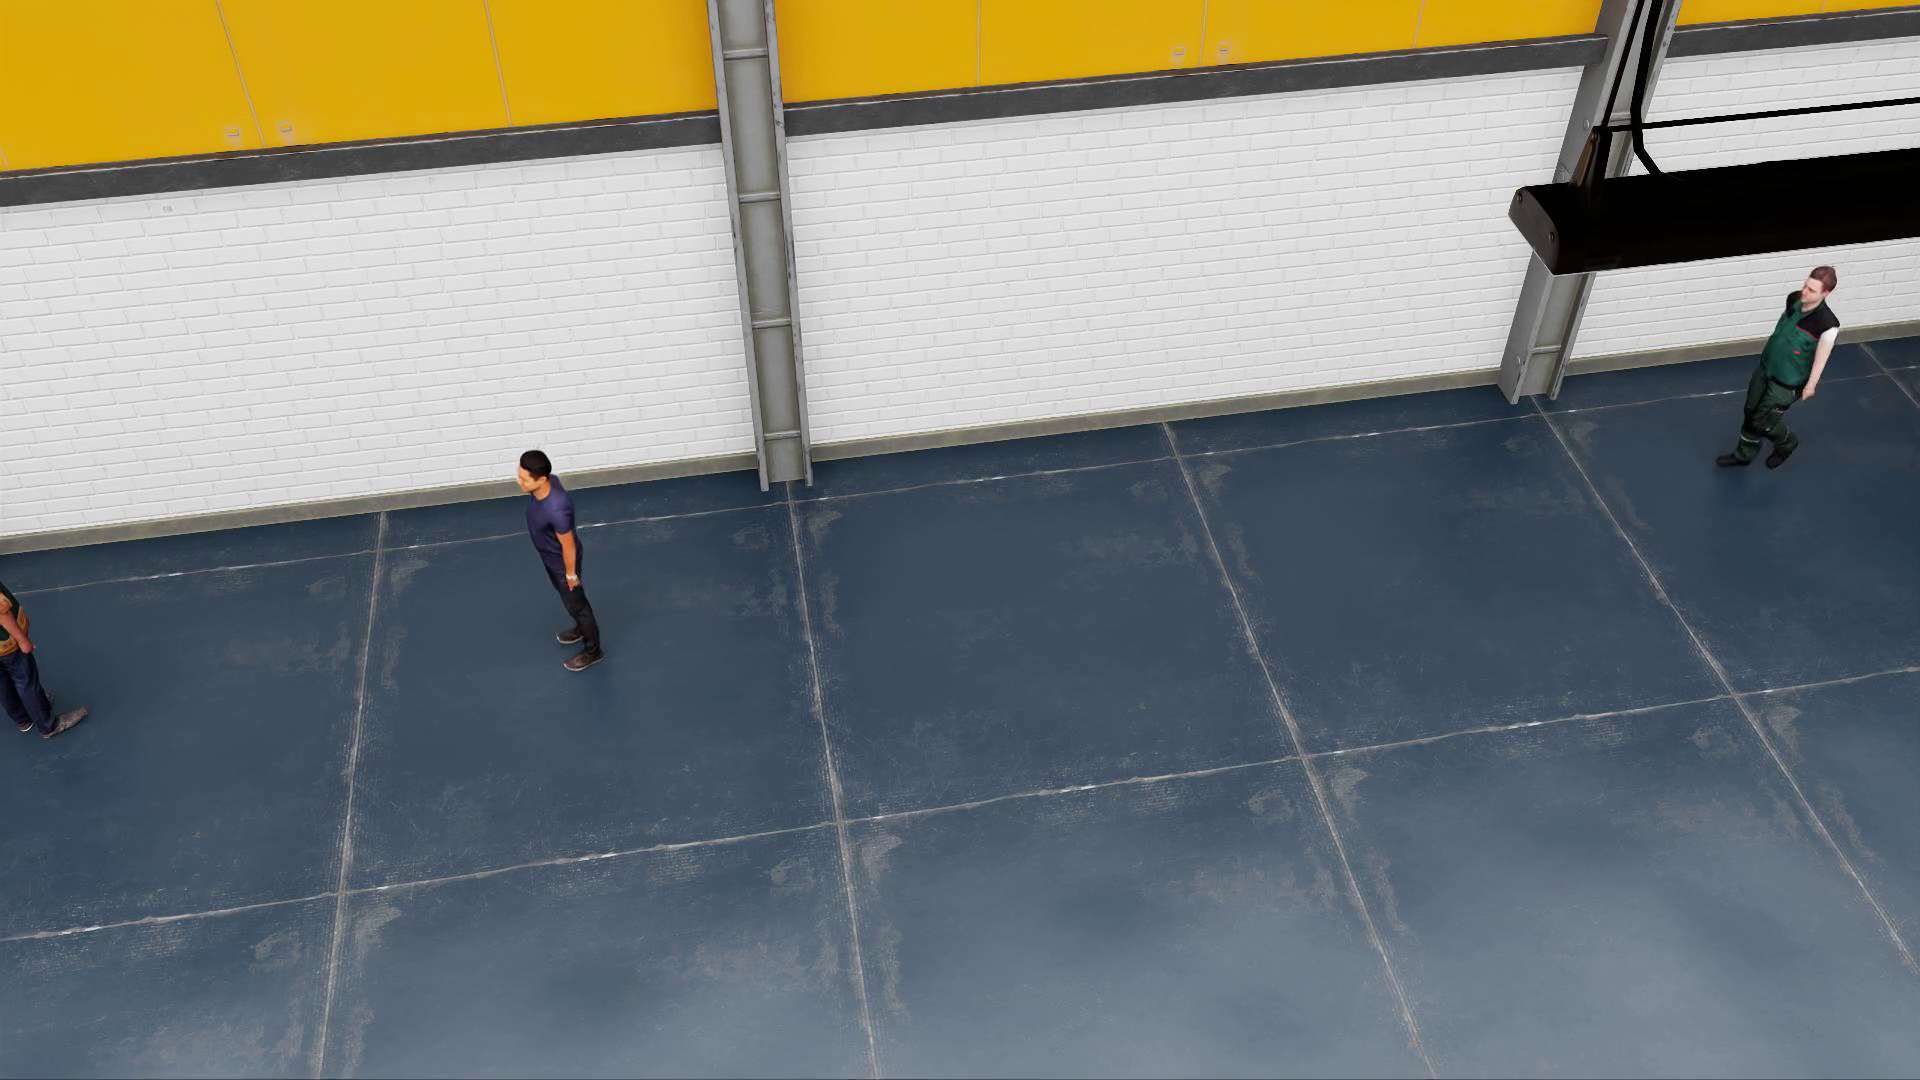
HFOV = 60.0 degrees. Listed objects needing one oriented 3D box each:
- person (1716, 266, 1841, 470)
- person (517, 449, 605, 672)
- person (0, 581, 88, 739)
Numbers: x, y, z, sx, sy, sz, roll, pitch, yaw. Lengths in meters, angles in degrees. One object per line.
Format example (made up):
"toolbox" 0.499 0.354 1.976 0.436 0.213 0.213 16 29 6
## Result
"person" 6.080 -1.239 12.132 0.759 1.831 0.660 -9 44 -9
"person" -2.576 0.079 10.782 0.681 1.785 0.723 -23 48 -22
"person" -5.999 0.553 10.270 0.791 1.806 0.880 17 46 17
